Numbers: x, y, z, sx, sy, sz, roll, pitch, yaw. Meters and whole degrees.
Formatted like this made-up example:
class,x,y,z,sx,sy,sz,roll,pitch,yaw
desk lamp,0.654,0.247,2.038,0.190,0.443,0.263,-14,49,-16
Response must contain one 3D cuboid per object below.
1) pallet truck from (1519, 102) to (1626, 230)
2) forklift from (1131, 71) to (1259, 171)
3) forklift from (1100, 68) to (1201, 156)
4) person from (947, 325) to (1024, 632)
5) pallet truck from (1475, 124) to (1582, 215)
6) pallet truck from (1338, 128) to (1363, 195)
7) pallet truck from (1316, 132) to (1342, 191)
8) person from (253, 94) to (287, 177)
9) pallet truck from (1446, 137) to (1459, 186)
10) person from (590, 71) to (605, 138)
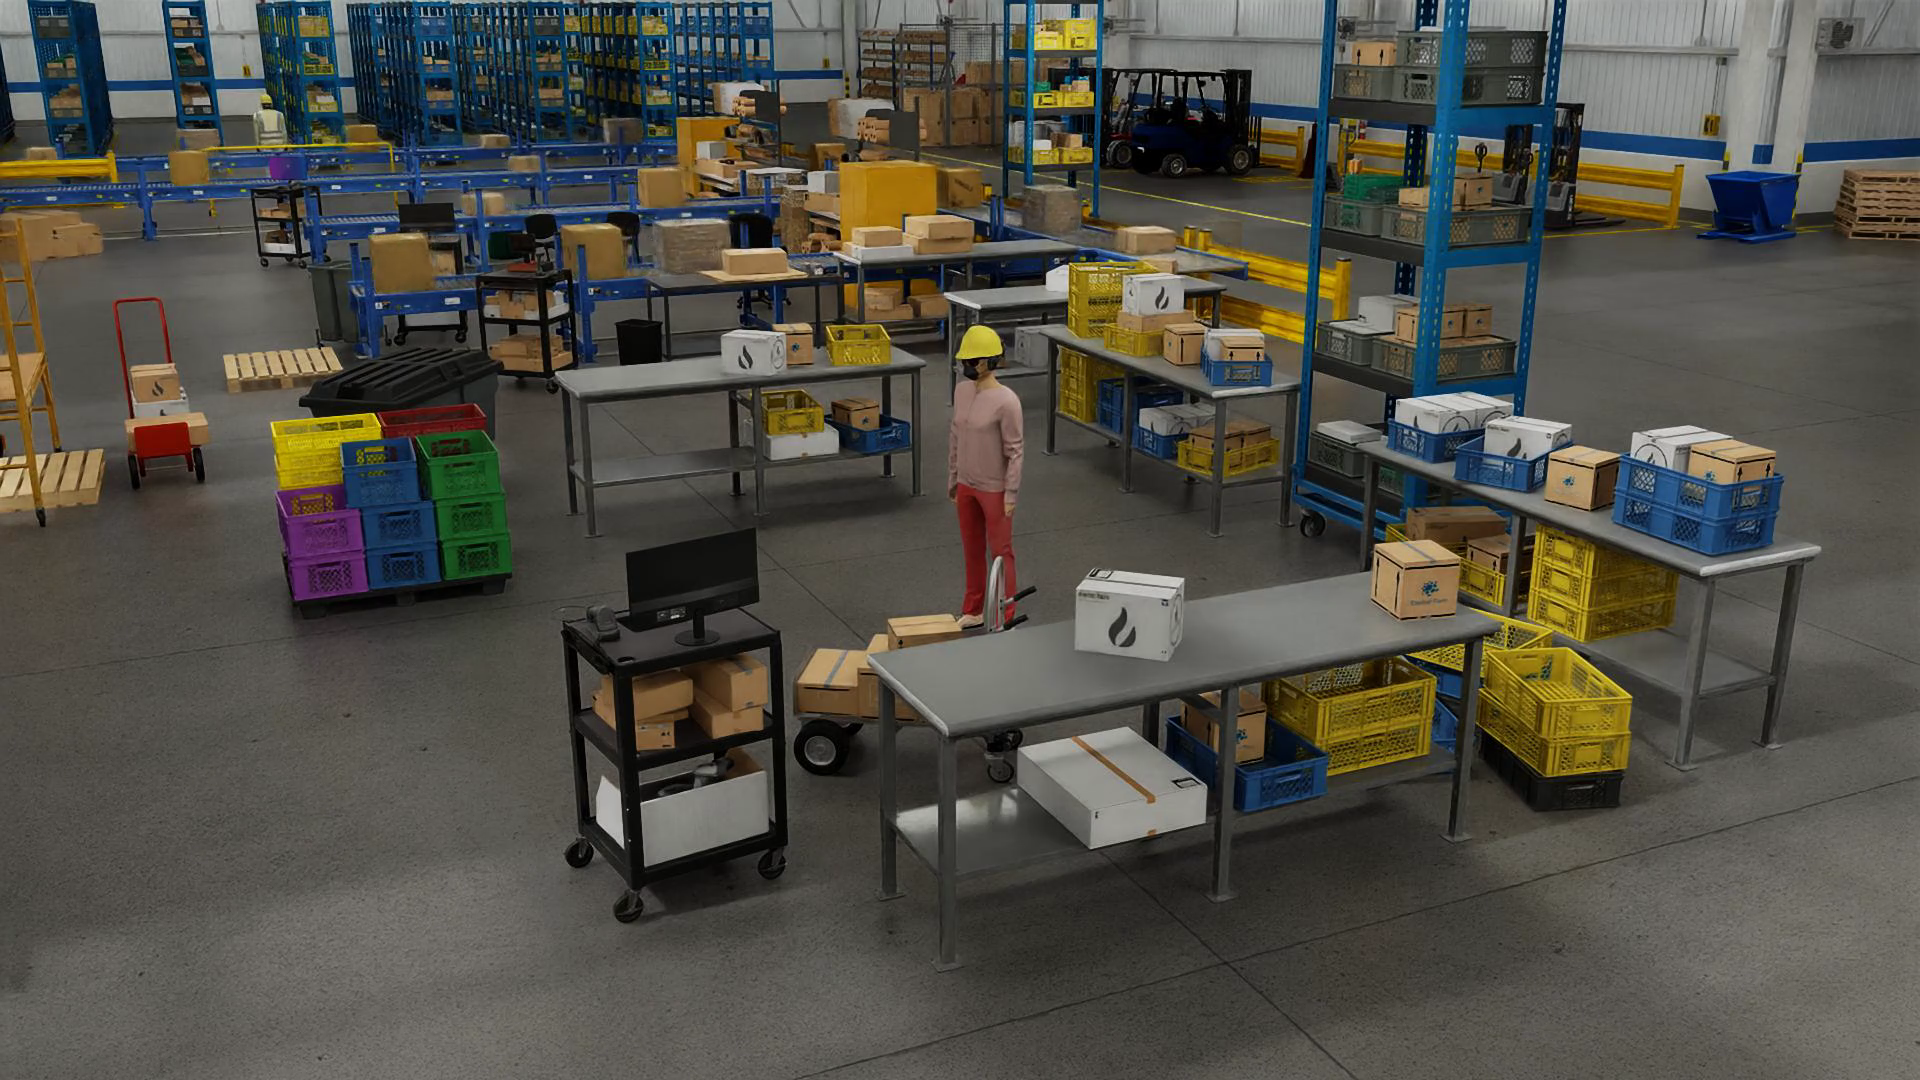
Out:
class,x,y,z,sx,sy,sz,roll,pitch,yaw
pallet truck,9.972,-6.037,26.785,1.885,1.965,0.823,-9,20,-25
forklift,4.998,-8.936,35.413,2.680,1.987,1.157,-9,20,-25
forklift,4.082,-9.564,37.410,2.680,1.987,1.157,-8,19,-23
person,0.117,-0.292,9.065,0.310,1.768,0.533,-15,23,-39
pallet truck,9.707,-6.455,28.103,1.885,1.965,0.823,-7,19,-20
pallet truck,7.845,-7.140,31.411,1.522,1.261,0.704,-9,20,-25
pallet truck,7.723,-7.504,32.656,1.601,1.201,0.680,-8,19,-23
person,-13.450,-7.758,32.473,0.591,1.833,0.404,-10,20,-30
pallet truck,9.184,-6.485,29.328,1.630,1.274,0.653,-8,19,-23
person,-9.937,-11.987,45.819,0.493,1.816,0.586,-10,20,-30
